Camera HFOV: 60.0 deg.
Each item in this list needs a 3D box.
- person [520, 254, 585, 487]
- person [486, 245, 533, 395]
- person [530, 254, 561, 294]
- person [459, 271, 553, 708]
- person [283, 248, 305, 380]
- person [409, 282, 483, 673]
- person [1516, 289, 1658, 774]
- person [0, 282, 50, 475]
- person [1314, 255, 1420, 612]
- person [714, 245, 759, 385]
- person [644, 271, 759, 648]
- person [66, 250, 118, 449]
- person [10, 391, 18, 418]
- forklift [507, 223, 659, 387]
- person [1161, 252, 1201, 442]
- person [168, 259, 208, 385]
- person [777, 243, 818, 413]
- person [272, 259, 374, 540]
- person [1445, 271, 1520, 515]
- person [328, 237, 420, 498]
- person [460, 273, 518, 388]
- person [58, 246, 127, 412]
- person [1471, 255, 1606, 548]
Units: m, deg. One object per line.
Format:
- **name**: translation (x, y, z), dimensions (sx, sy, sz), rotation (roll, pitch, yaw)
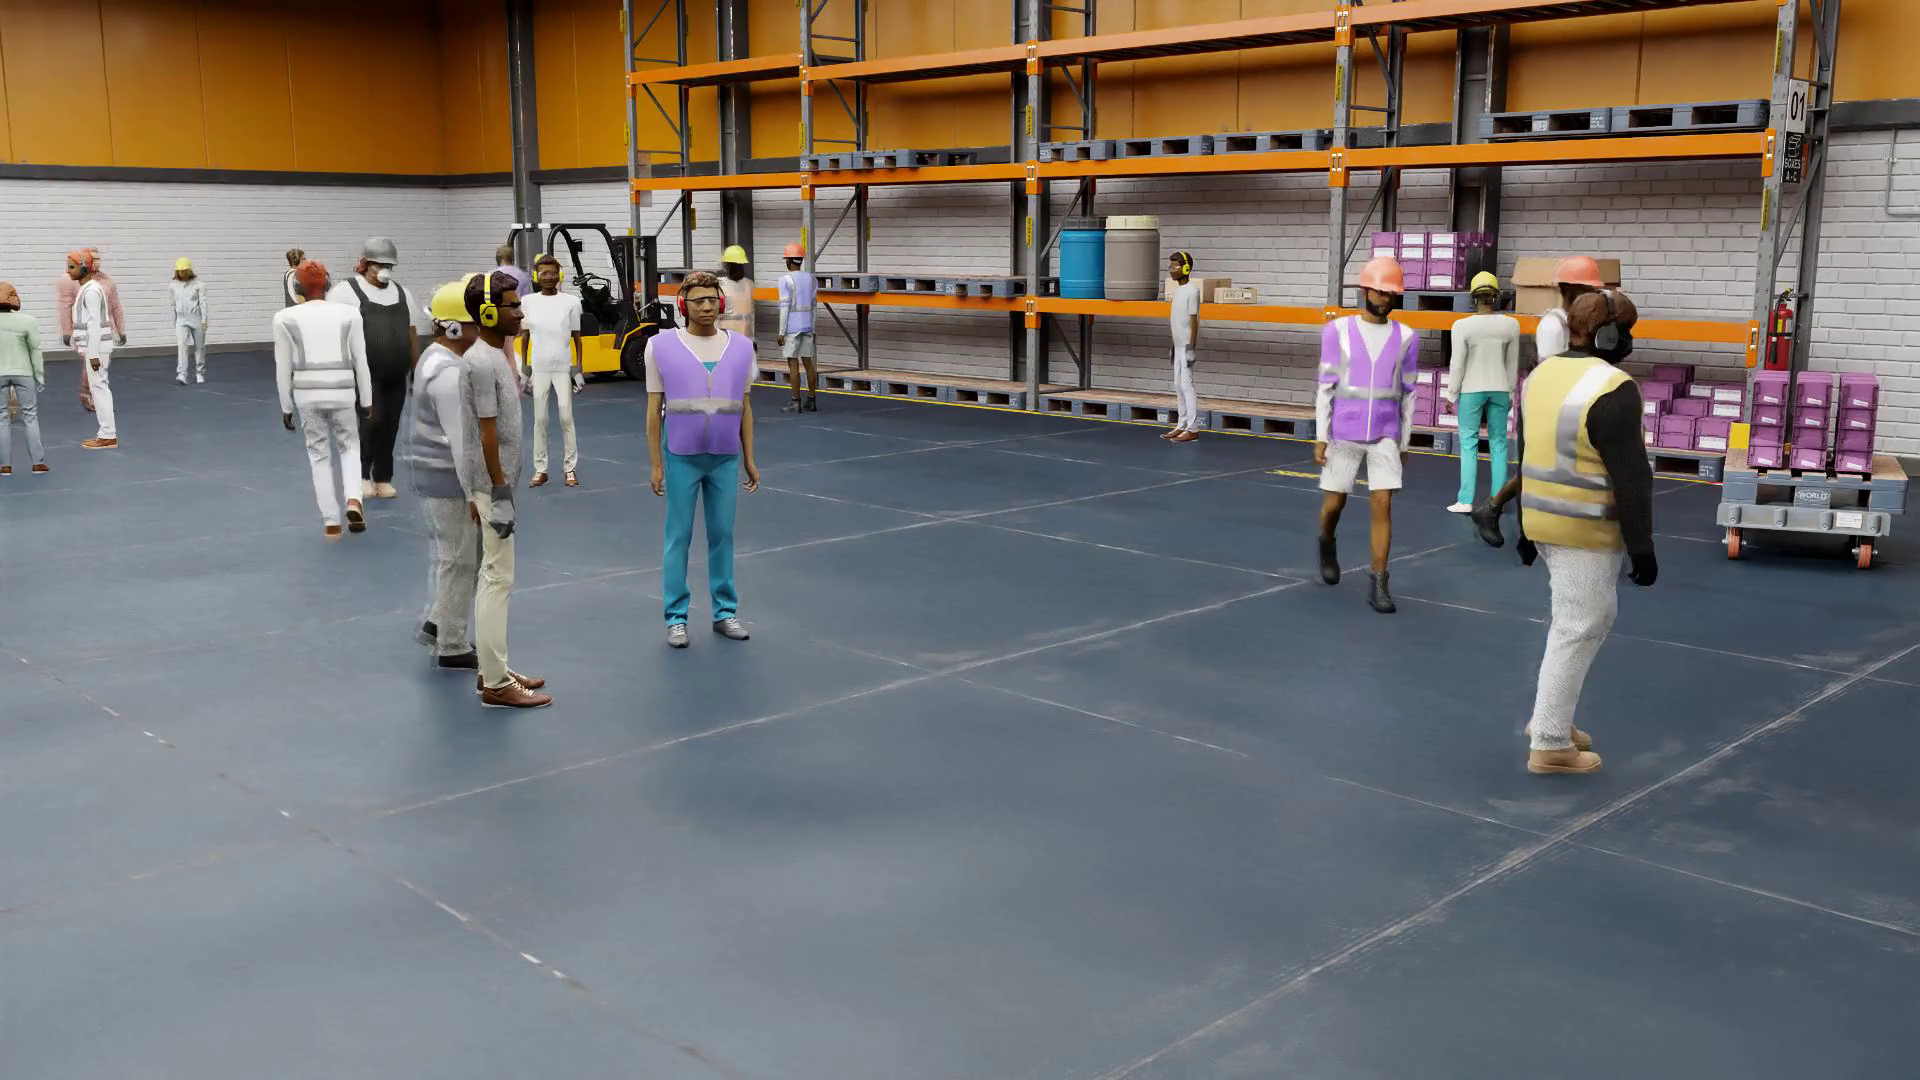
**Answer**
- **person**: translation (-3.290, -1.353, 13.409), dimensions (0.520, 1.866, 0.326), rotation (-1, 10, -5)
- **person**: translation (-5.701, -2.791, 21.137), dimensions (0.940, 1.908, 0.629), rotation (6, 12, 32)
- **person**: translation (-6.212, -3.430, 25.046), dimensions (0.545, 1.748, 0.482), rotation (2, 11, 12)
- **person**: translation (-1.979, -0.215, 7.179), dimensions (0.329, 1.873, 0.514), rotation (-3, 11, -18)
- **person**: translation (-8.811, -2.959, 22.212), dimensions (0.345, 1.847, 0.508), rotation (-8, 13, -39)
- **person**: translation (-2.310, -0.272, 7.673), dimensions (0.413, 1.810, 0.605), rotation (-3, 11, -17)
- **person**: translation (2.369, -0.018, 6.247), dimensions (0.505, 1.827, 0.632), rotation (-1, 10, -5)
- **person**: translation (-8.036, -1.363, 14.087), dimensions (0.502, 1.631, 0.285), rotation (-4, 11, -21)
- **person**: translation (2.225, -0.603, 9.173), dimensions (0.578, 1.916, 0.800), rotation (1, 10, 3)
- **person**: translation (-2.384, -2.156, 17.638), dimensions (0.446, 1.913, 0.616), rotation (8, 13, 38)
- **person**: translation (-1.282, -0.404, 8.272), dimensions (0.563, 1.847, 0.388), rotation (-6, 12, -28)
- **person**: translation (-8.245, -1.802, 15.823), dimensions (0.349, 1.879, 0.579), rotation (-5, 12, -27)
- **person**: translation (-10.639, -2.224, 17.874), dimensions (0.826, 1.978, 0.631), rotation (3, 11, 15)
- **forklift**: translation (-5.316, -3.263, 22.920), dimensions (2.313, 2.155, 1.214), rotation (-10, 14, -44)
- **person**: translation (2.197, -1.900, 16.403), dimensions (0.325, 1.862, 0.514), rotation (-2, 11, -13)
- **person**: translation (-10.474, -2.957, 22.586), dimensions (0.502, 1.695, 0.889), rotation (-3, 11, -14)
- **person**: translation (-1.877, -2.417, 19.008), dimensions (0.374, 1.935, 0.552), rotation (10, 14, 42)
- **person**: translation (-4.199, -0.915, 11.007), dimensions (0.595, 1.867, 0.458), rotation (-5, 11, -25)
- **person**: translation (3.781, -1.056, 12.072), dimensions (0.523, 1.762, 0.329), rotation (-1, 10, -7)
- **person**: translation (-4.440, -1.321, 12.748), dimensions (0.542, 2.000, 0.697), rotation (9, 13, 39)
- **person**: translation (-3.710, -1.152, 12.682), dimensions (0.846, 1.729, 0.550), rotation (10, 14, 44)
- **person**: translation (-9.848, -2.387, 18.958), dimensions (0.439, 1.888, 0.685), rotation (6, 12, 32)
- **person**: translation (3.734, -0.839, 10.510), dimensions (0.555, 1.910, 0.898), rotation (-10, 14, -44)
